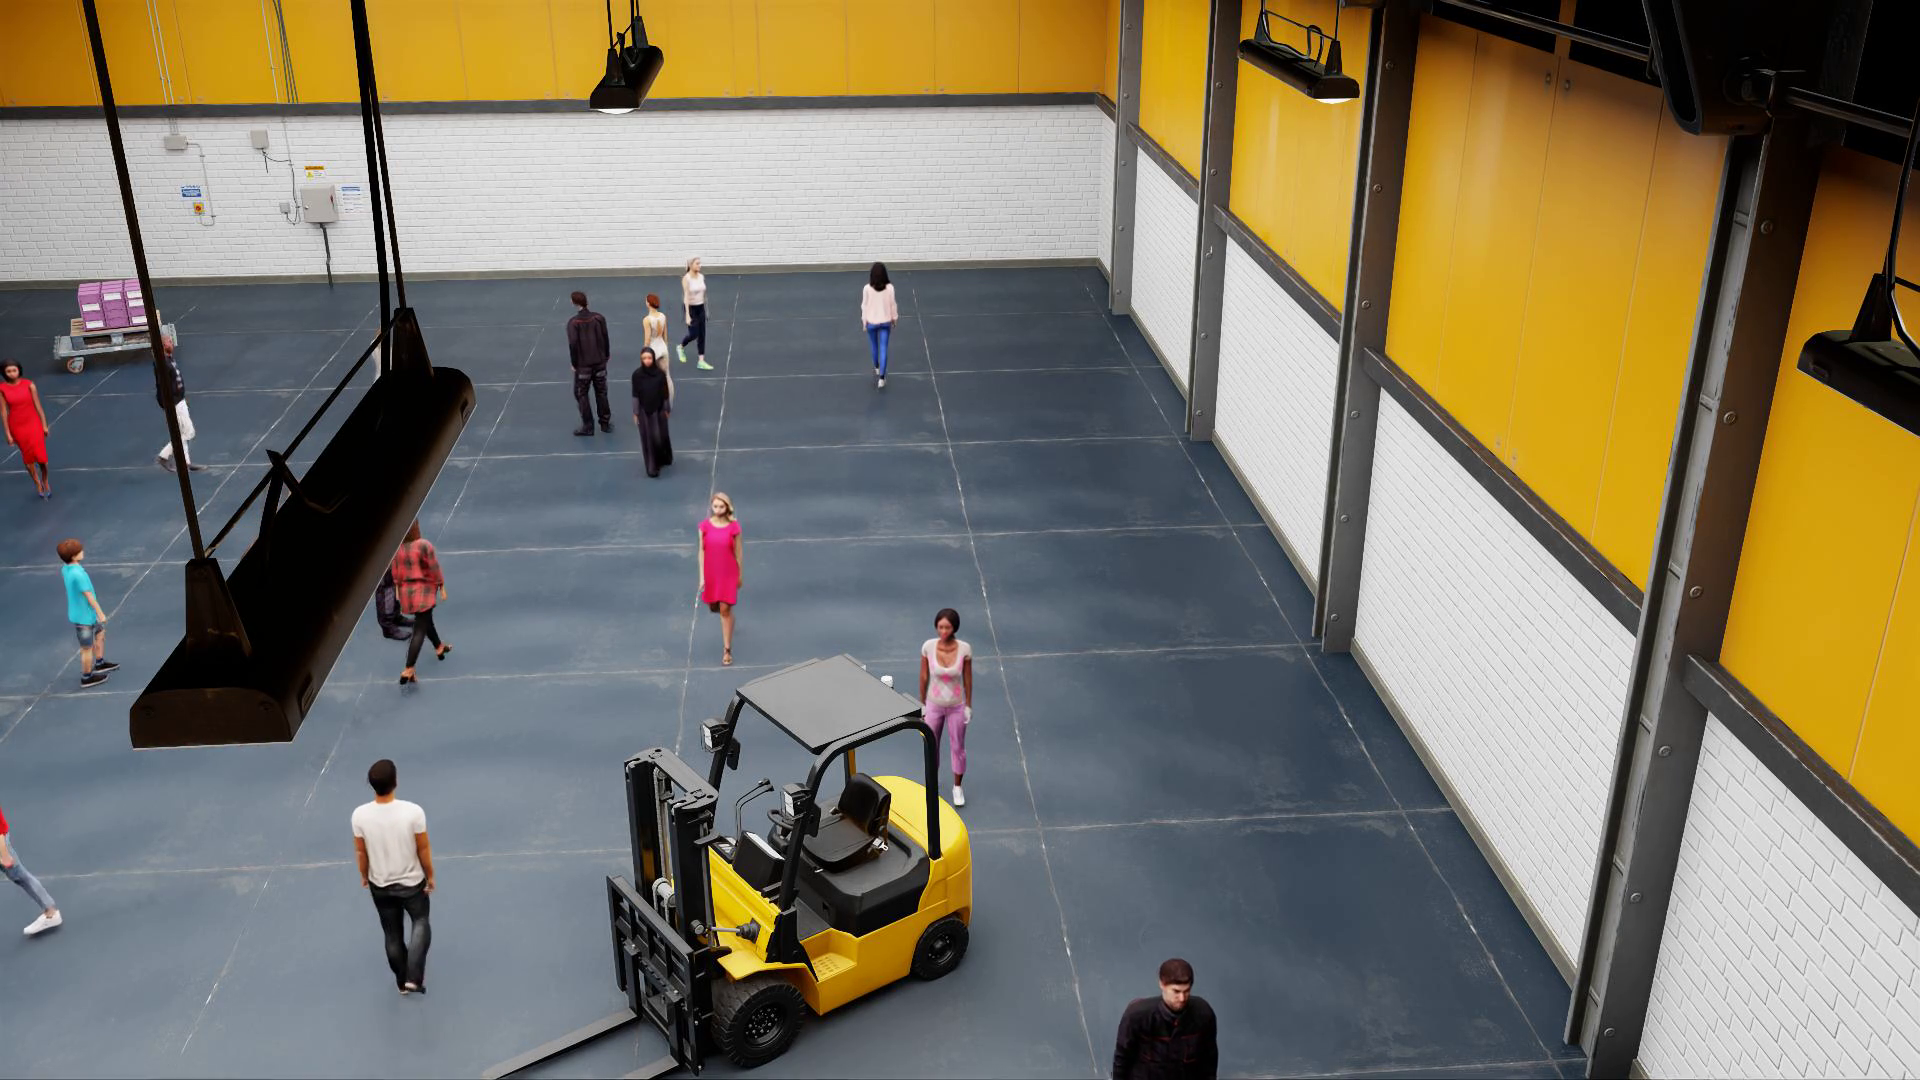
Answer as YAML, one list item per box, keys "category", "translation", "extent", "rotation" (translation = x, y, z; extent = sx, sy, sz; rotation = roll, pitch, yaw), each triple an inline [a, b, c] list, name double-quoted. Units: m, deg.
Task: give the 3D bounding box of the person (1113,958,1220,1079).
- category: "person"
  translation: [1.135, 3.070, 9.498]
  extent: [0.820, 1.783, 1.225]
  rotation: [-4, 24, -10]

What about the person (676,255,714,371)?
- category: "person"
  translation: [-3.922, -3.324, 24.235]
  extent: [0.948, 1.695, 0.908]
  rotation: [15, 28, 31]

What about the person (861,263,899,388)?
- category: "person"
  translation: [-1.136, -2.993, 23.451]
  extent: [0.747, 1.717, 1.192]
  rotation: [0, 24, 1]

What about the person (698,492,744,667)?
- category: "person"
  translation: [-2.275, 0.311, 15.910]
  extent: [0.677, 1.703, 0.966]
  rotation: [2, 24, 4]

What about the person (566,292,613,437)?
- category: "person"
  translation: [-4.816, -2.306, 21.648]
  extent: [0.894, 1.902, 0.867]
  rotation: [-10, 26, -22]

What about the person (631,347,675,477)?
- category: "person"
  translation: [-3.777, -1.603, 20.409]
  extent: [0.608, 1.607, 0.762]
  rotation: [-1, 24, -3]

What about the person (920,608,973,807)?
- category: "person"
  translation: [-0.114, 1.351, 13.483]
  extent: [0.605, 1.740, 0.550]
  rotation: [1, 24, 3]

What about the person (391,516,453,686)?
- category: "person"
  translation: [-5.063, 0.551, 15.412]
  extent: [0.898, 1.662, 1.199]
  rotation: [6, 24, 14]

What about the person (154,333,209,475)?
- category: "person"
  translation: [-9.667, -1.638, 20.258]
  extent: [0.859, 1.791, 0.835]
  rotation: [-10, 25, -21]

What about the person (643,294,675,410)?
- category: "person"
  translation: [-4.097, -2.531, 22.487]
  extent: [0.669, 1.643, 0.599]
  rotation: [16, 28, 33]

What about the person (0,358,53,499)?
- category: "person"
  translation: [-11.024, -1.327, 19.620]
  extent: [0.722, 1.732, 0.761]
  rotation: [-14, 27, -28]

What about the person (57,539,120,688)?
- category: "person"
  translation: [-8.178, 0.692, 15.373]
  extent: [0.733, 1.436, 0.678]
  rotation: [-20, 30, -37]

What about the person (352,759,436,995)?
- category: "person"
  translation: [-3.797, 2.336, 11.171]
  extent: [0.681, 1.788, 0.798]
  rotation: [-4, 24, -10]
